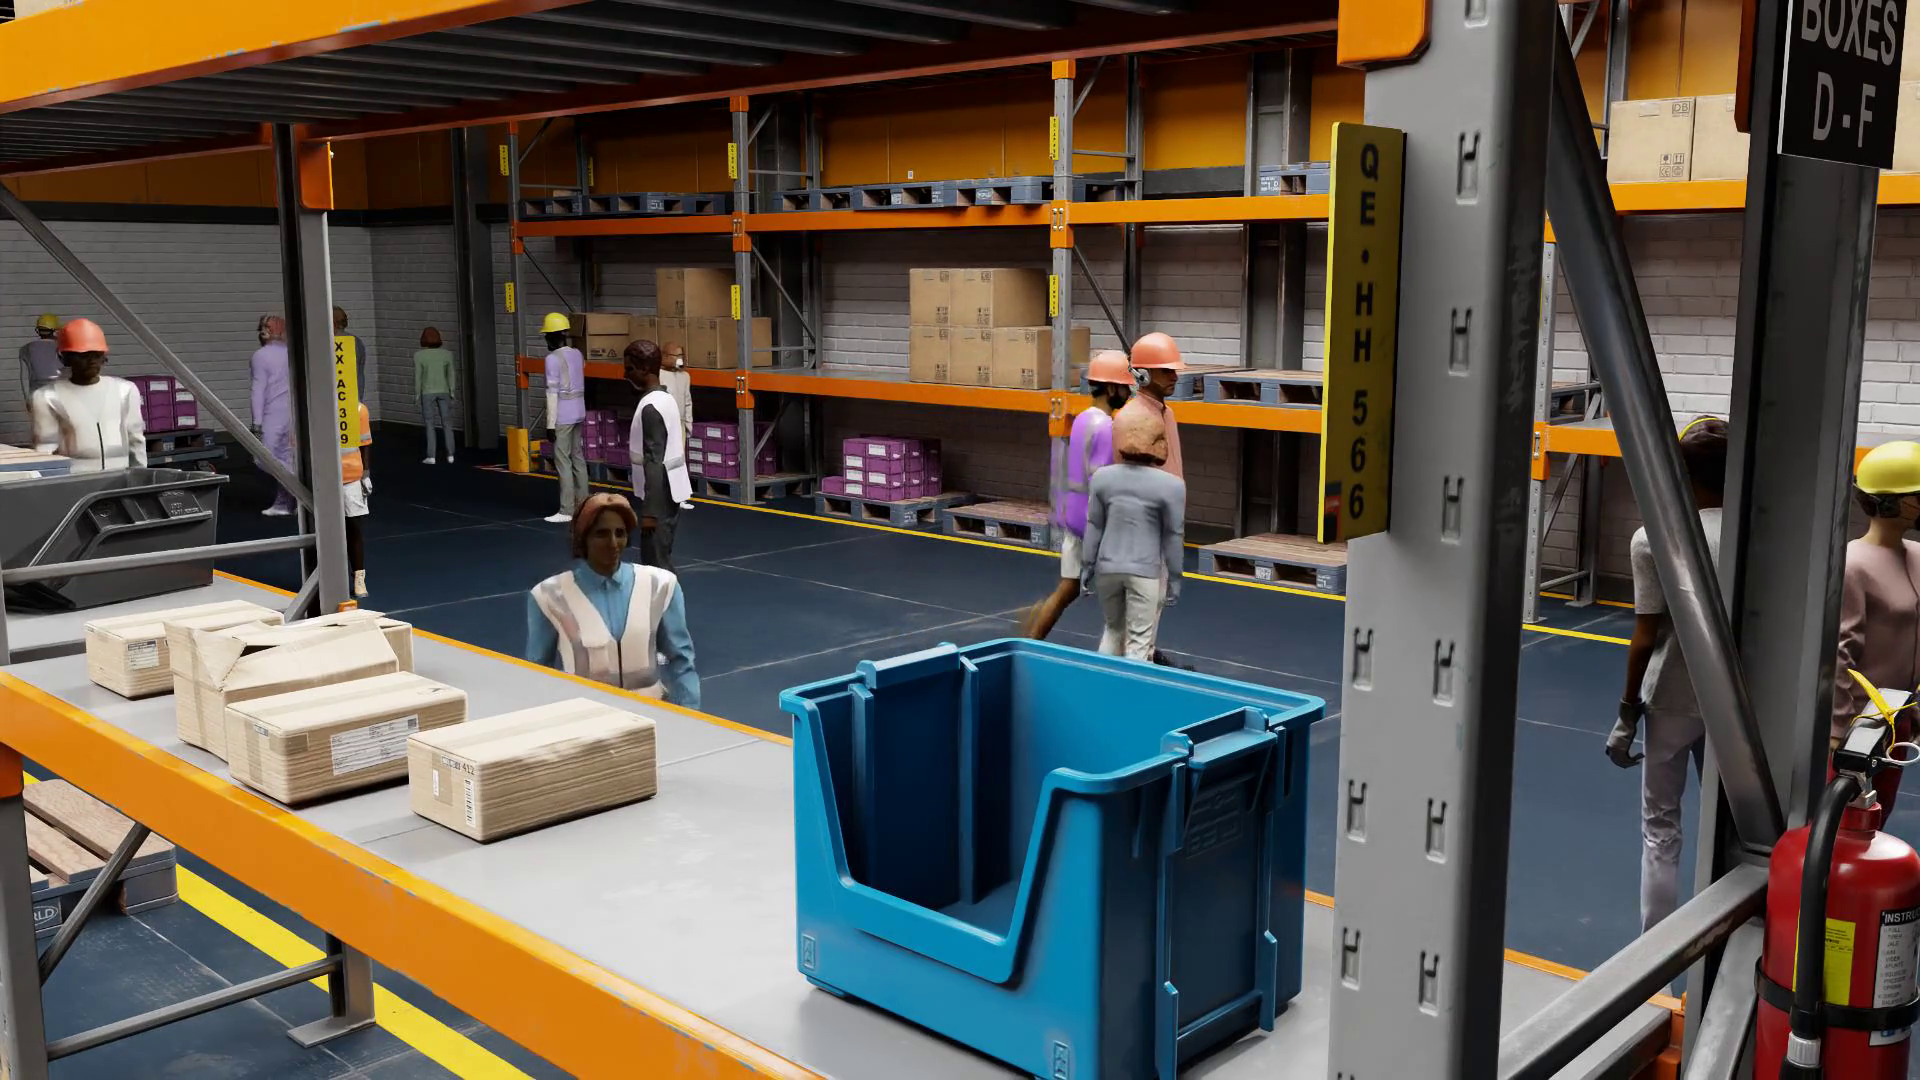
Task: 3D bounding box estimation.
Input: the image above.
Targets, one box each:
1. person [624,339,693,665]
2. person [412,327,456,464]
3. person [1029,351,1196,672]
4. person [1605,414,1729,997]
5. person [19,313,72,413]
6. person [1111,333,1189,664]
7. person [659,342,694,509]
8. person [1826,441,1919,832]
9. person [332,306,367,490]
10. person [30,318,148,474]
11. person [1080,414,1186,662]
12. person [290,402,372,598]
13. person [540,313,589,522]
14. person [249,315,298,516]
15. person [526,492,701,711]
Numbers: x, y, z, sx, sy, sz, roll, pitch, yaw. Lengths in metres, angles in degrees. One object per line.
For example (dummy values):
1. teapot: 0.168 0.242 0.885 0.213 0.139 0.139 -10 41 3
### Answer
1. person: -1.777 -0.222 9.789 0.401 1.906 0.604 -1 9 -7
2. person: -6.251 -1.718 19.793 0.507 1.631 0.267 -7 11 -35
3. person: 0.756 -0.101 9.160 1.029 1.877 0.561 -3 10 -15
4. person: 2.291 0.544 5.212 0.533 1.866 0.315 -1 9 -6
5. person: -9.973 -1.574 18.299 0.596 1.831 0.403 -1 9 -9
6. person: 0.972 -0.059 8.515 0.386 1.992 0.625 5 10 26
7. person: -2.753 -1.076 15.896 0.283 1.629 0.503 7 12 36
8. person: 2.971 0.560 5.405 0.533 1.772 0.297 -7 11 -35
9. person: -6.296 -1.404 16.935 0.357 1.936 0.638 3 10 17
10. person: -5.099 -0.289 9.813 0.481 2.031 0.640 9 13 43
11. person: 0.842 0.196 8.211 0.514 1.584 0.465 5 10 27
12. person: -4.393 -0.423 11.658 0.540 1.696 0.313 -3 10 -17
13. person: -3.645 -1.121 15.267 0.397 1.918 0.588 3 10 16
14. person: -6.287 -1.132 15.403 0.590 1.892 0.664 3 10 15
15. person: -1.073 0.663 5.294 0.520 1.604 0.786 -5 10 -28
